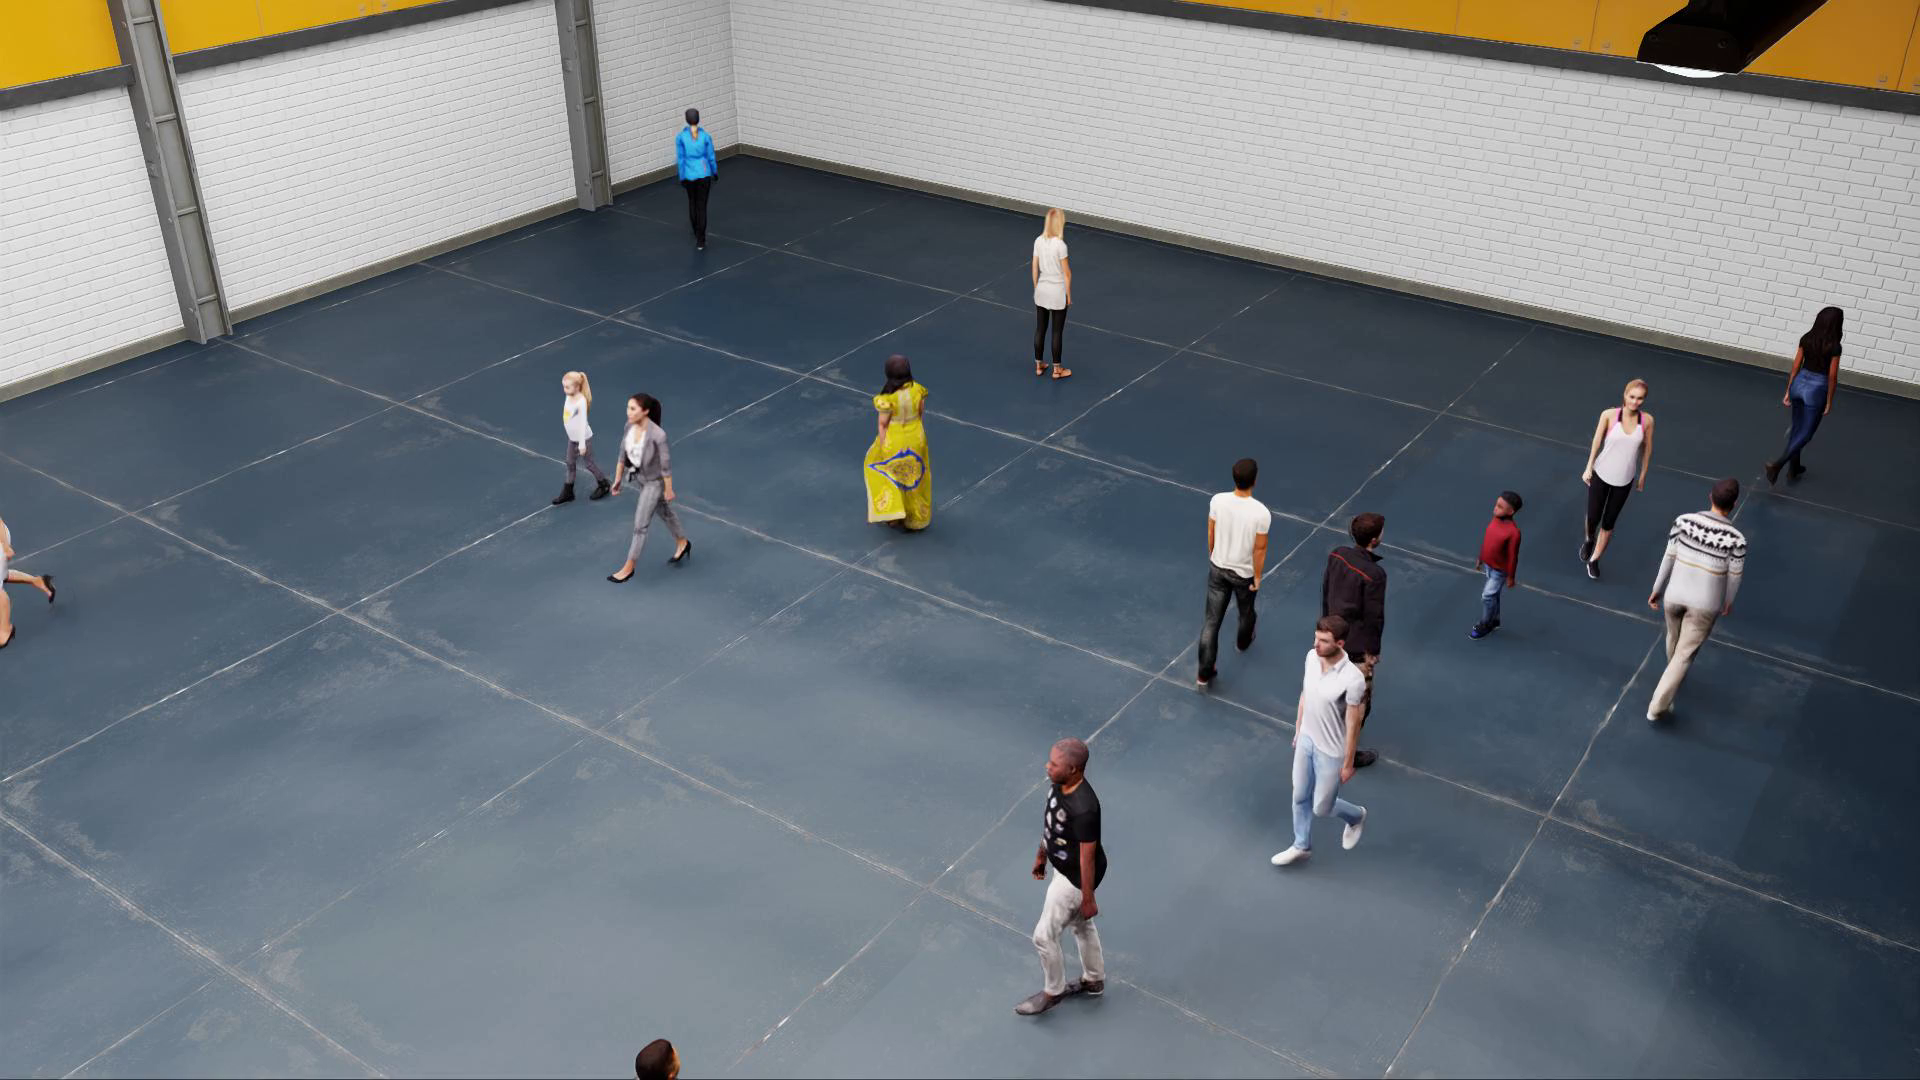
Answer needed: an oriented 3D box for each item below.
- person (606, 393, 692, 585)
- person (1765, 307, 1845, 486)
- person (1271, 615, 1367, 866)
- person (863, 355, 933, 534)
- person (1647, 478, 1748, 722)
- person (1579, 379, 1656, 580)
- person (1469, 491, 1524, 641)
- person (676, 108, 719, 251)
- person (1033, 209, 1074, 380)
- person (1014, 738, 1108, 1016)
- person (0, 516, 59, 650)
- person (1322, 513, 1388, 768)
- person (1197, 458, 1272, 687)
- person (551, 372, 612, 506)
[{"bbox_3d":[-2.507,-0.462,13.825,1.159,1.620,0.771,-24,37,-37],"label":"person"},{"bbox_3d":[7.721,-1.276,15.218,1.095,1.715,0.757,-21,35,-34],"label":"person"},{"bbox_3d":[2.347,1.268,10.430,1.004,1.834,0.874,-16,32,-26],"label":"person"},{"bbox_3d":[-0.472,-0.793,14.401,0.897,1.650,1.008,-14,32,-24],"label":"person"},{"bbox_3d":[5.208,0.472,11.922,1.245,1.802,0.848,-25,37,-38],"label":"person"},{"bbox_3d":[5.414,-0.547,13.815,0.759,1.779,0.797,6,29,12],"label":"person"},{"bbox_3d":[4.273,0.184,13.033,0.691,1.245,0.633,-7,29,-13],"label":"person"},{"bbox_3d":[-3.350,-4.582,21.215,0.900,1.777,1.018,1,29,2],"label":"person"},{"bbox_3d":[0.960,-2.586,17.508,0.598,1.822,0.512,18,33,30],"label":"person"},{"bbox_3d":[0.727,1.878,9.367,0.978,1.781,0.914,-6,29,-11],"label":"person"},{"bbox_3d":[-7.479,-0.024,12.908,0.641,1.728,0.987,14,32,24],"label":"person"},{"bbox_3d":[2.672,0.679,11.418,0.746,1.922,0.786,-16,33,-27],"label":"person"},{"bbox_3d":[1.985,0.262,12.351,0.797,1.760,1.191,12,31,21],"label":"person"},{"bbox_3d":[-3.390,-0.935,15.070,0.846,1.259,0.651,-20,34,-32],"label":"person"}]
